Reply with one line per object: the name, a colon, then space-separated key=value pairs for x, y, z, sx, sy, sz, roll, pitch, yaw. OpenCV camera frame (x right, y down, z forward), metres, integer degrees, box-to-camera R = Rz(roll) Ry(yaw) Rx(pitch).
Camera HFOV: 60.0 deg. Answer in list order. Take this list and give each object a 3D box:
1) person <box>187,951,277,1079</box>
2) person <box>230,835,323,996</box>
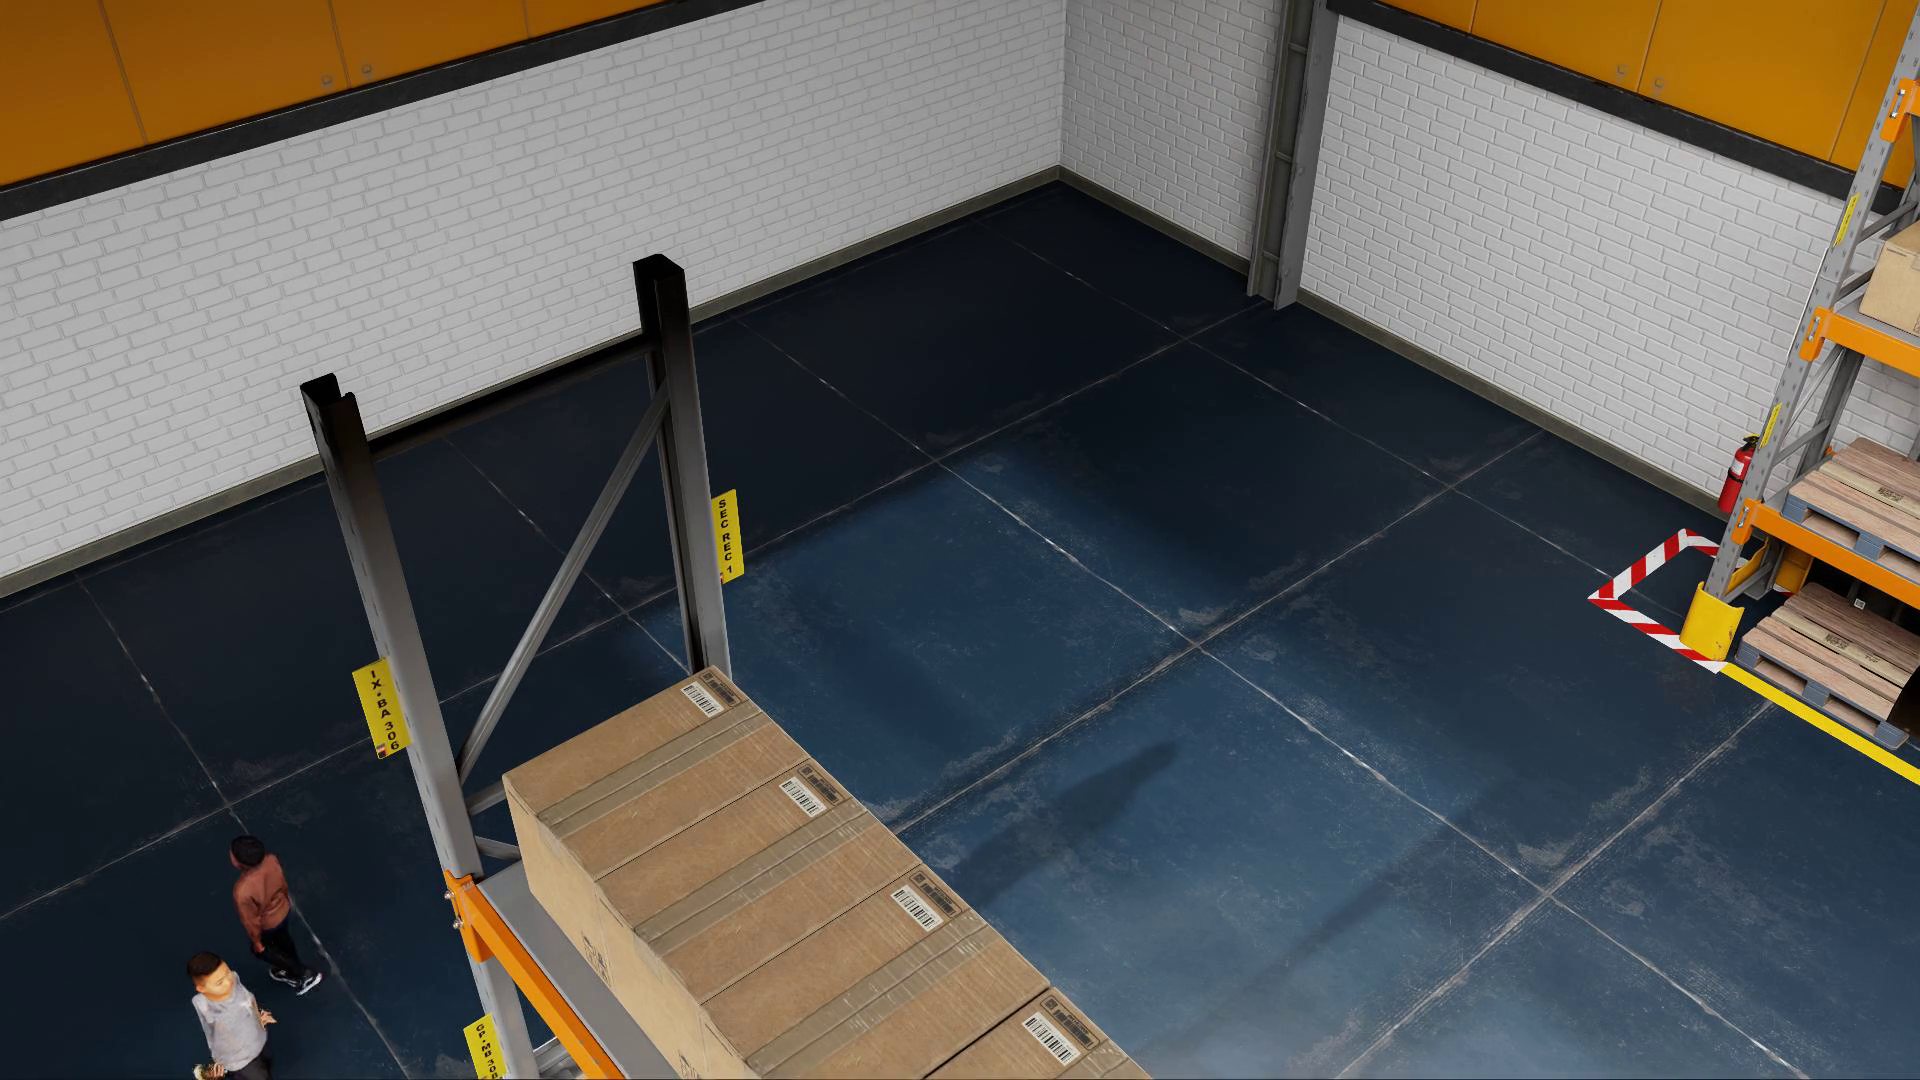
person: x=-3.831 y=2.590 z=8.689 sx=1.043 sy=1.437 sz=0.887 roll=12 pitch=40 yaw=14
person: x=-3.861 y=2.144 z=9.401 sx=0.748 sy=1.245 sz=0.679 roll=10 pitch=40 yaw=13
